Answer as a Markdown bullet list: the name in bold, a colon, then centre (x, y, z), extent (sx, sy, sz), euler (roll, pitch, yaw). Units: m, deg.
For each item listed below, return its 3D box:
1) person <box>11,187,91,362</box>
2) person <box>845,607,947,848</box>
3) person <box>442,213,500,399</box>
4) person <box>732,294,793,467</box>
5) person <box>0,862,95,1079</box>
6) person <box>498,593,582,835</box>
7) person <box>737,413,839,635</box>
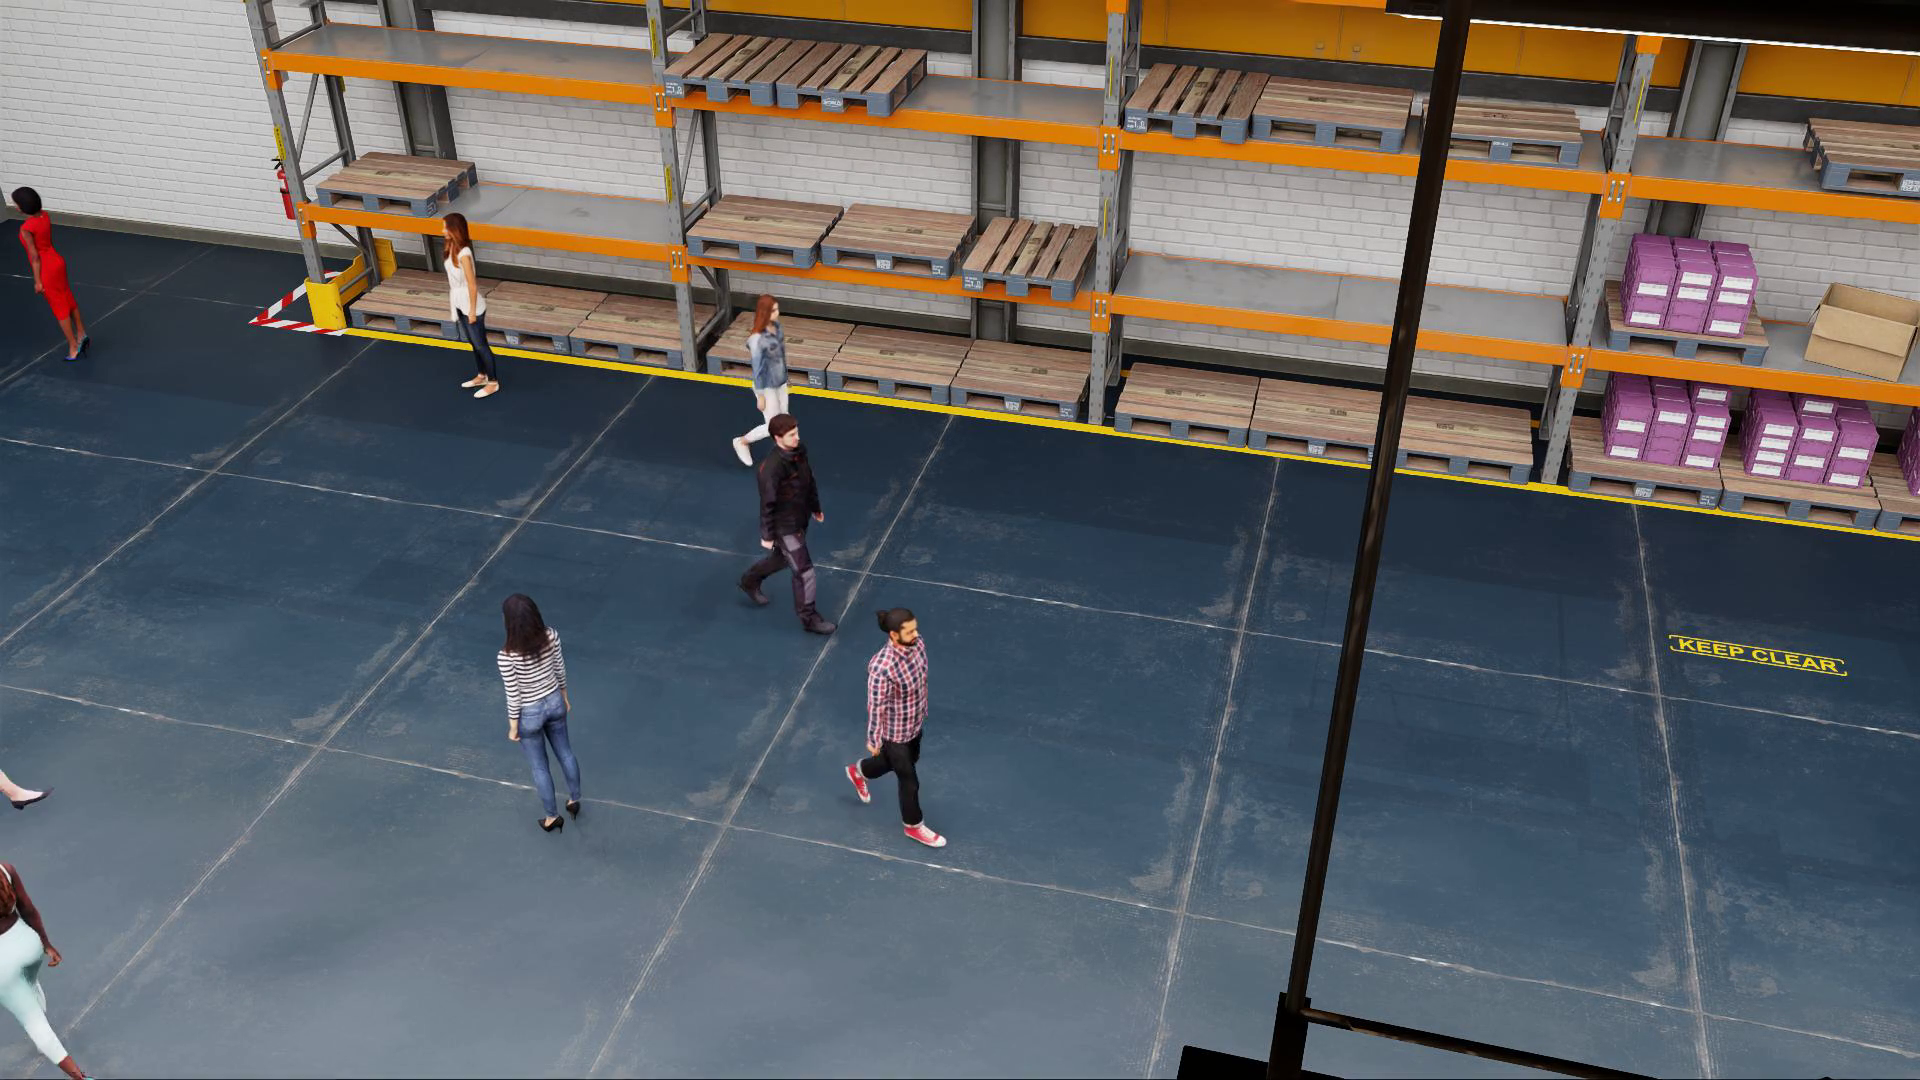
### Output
- **person**: centre (-8.712, -2.555, 15.939), extent (0.587, 1.747, 0.620), euler (-1, 34, -2)
- **person**: centre (-0.447, 1.125, 10.409), extent (1.092, 1.739, 0.825), euler (15, 37, 22)
- **person**: centre (-4.511, -2.169, 15.324), extent (0.722, 1.785, 0.649), euler (-20, 39, -27)
- **person**: centre (-1.677, -1.312, 14.123), extent (0.899, 1.688, 0.691), euler (13, 36, 19)
- **person**: centre (-4.941, 2.263, 8.747), extent (1.196, 1.684, 0.867), euler (23, 40, 30)
- **person**: centre (-2.631, 1.092, 10.408), extent (0.665, 1.795, 0.664), euler (27, 42, 34)
- **person**: centre (-1.348, -0.147, 12.259), extent (1.106, 1.810, 0.731), euler (9, 35, 14)
